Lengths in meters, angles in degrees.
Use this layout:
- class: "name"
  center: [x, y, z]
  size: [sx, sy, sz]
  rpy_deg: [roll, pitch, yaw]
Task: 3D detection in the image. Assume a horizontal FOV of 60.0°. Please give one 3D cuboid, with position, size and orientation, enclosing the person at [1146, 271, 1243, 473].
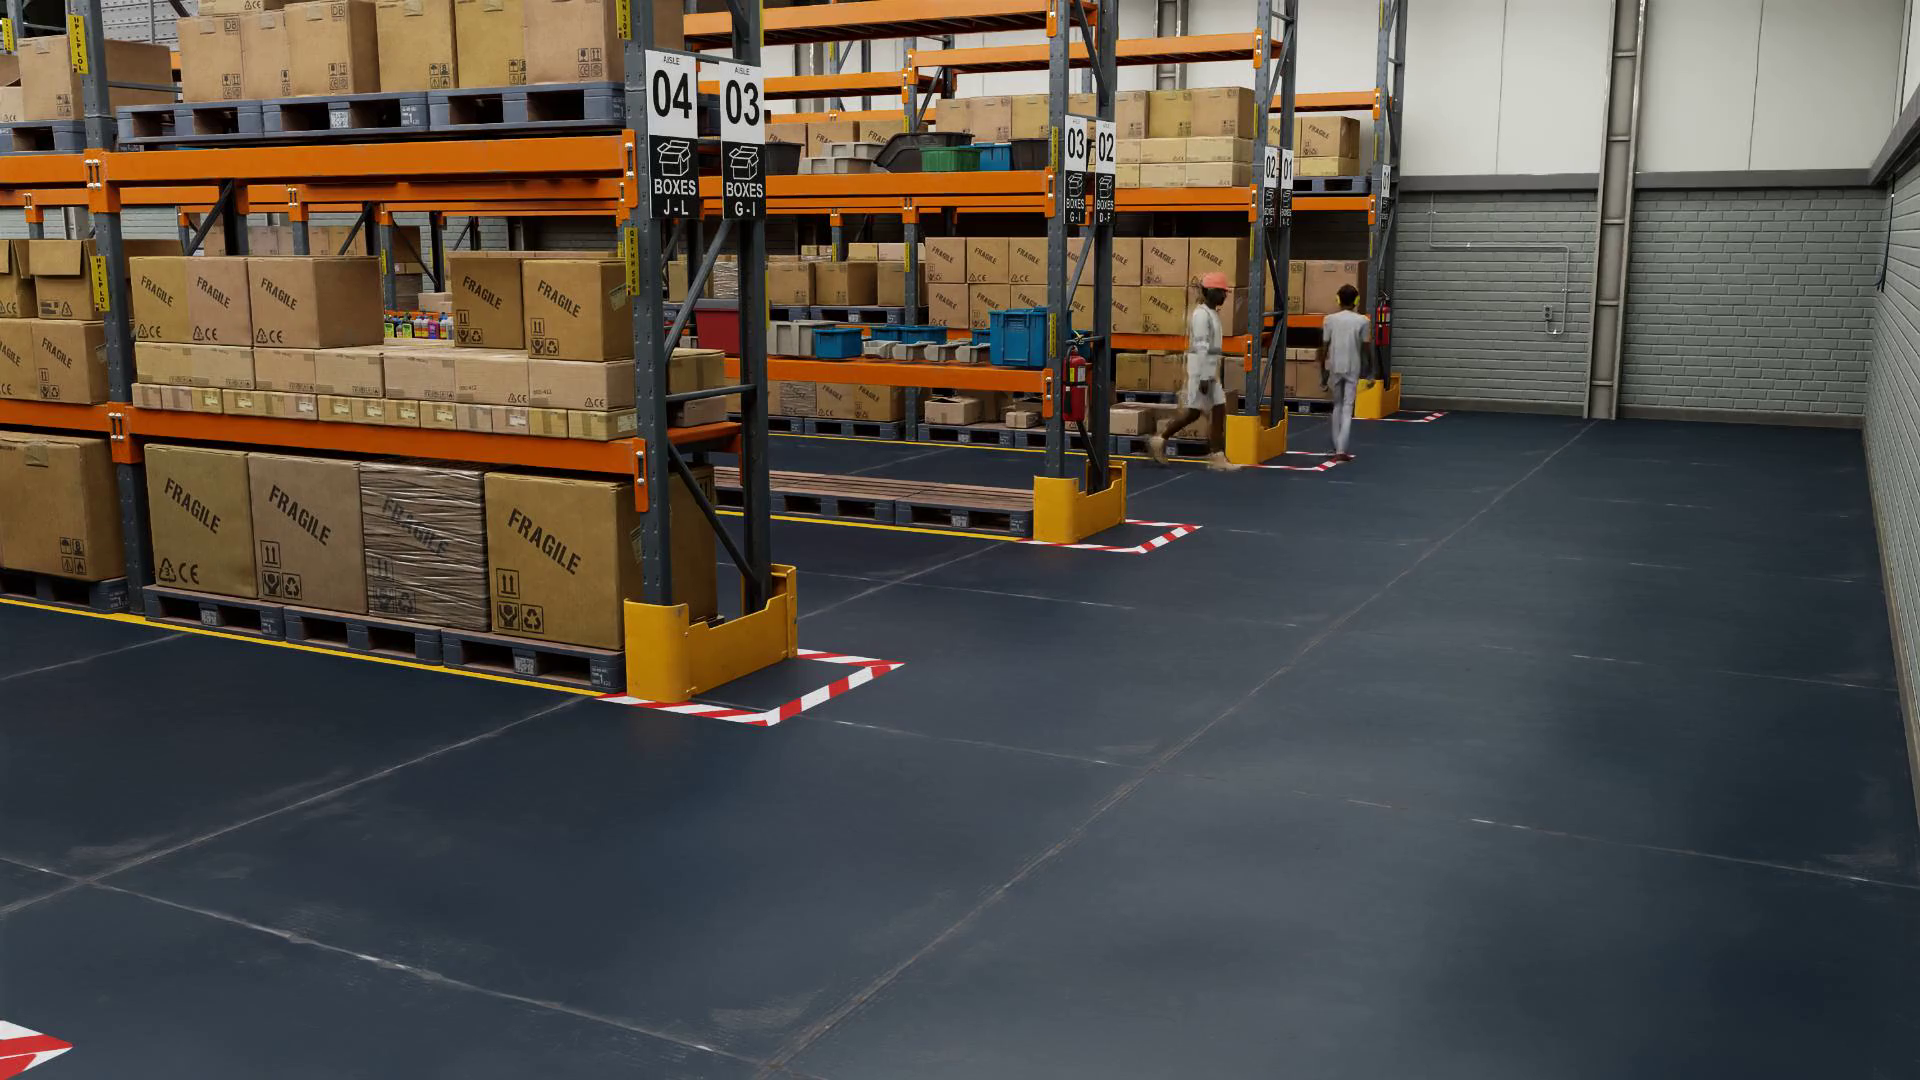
- class: "person"
  center: [2.357, -1.671, 16.562]
  size: [0.930, 2.007, 0.636]
  rpy_deg: [5, 11, 25]

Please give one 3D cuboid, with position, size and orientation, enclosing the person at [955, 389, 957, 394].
- class: "person"
  center: [0.062, -2.458, 21.242]
  size: [1.004, 1.866, 0.613]
  rpy_deg: [7, 12, 34]

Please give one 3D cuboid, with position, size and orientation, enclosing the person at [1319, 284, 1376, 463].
- class: "person"
  center: [4.078, -1.742, 17.395]
  size: [0.529, 1.843, 0.772]
  rpy_deg: [6, 12, 31]
